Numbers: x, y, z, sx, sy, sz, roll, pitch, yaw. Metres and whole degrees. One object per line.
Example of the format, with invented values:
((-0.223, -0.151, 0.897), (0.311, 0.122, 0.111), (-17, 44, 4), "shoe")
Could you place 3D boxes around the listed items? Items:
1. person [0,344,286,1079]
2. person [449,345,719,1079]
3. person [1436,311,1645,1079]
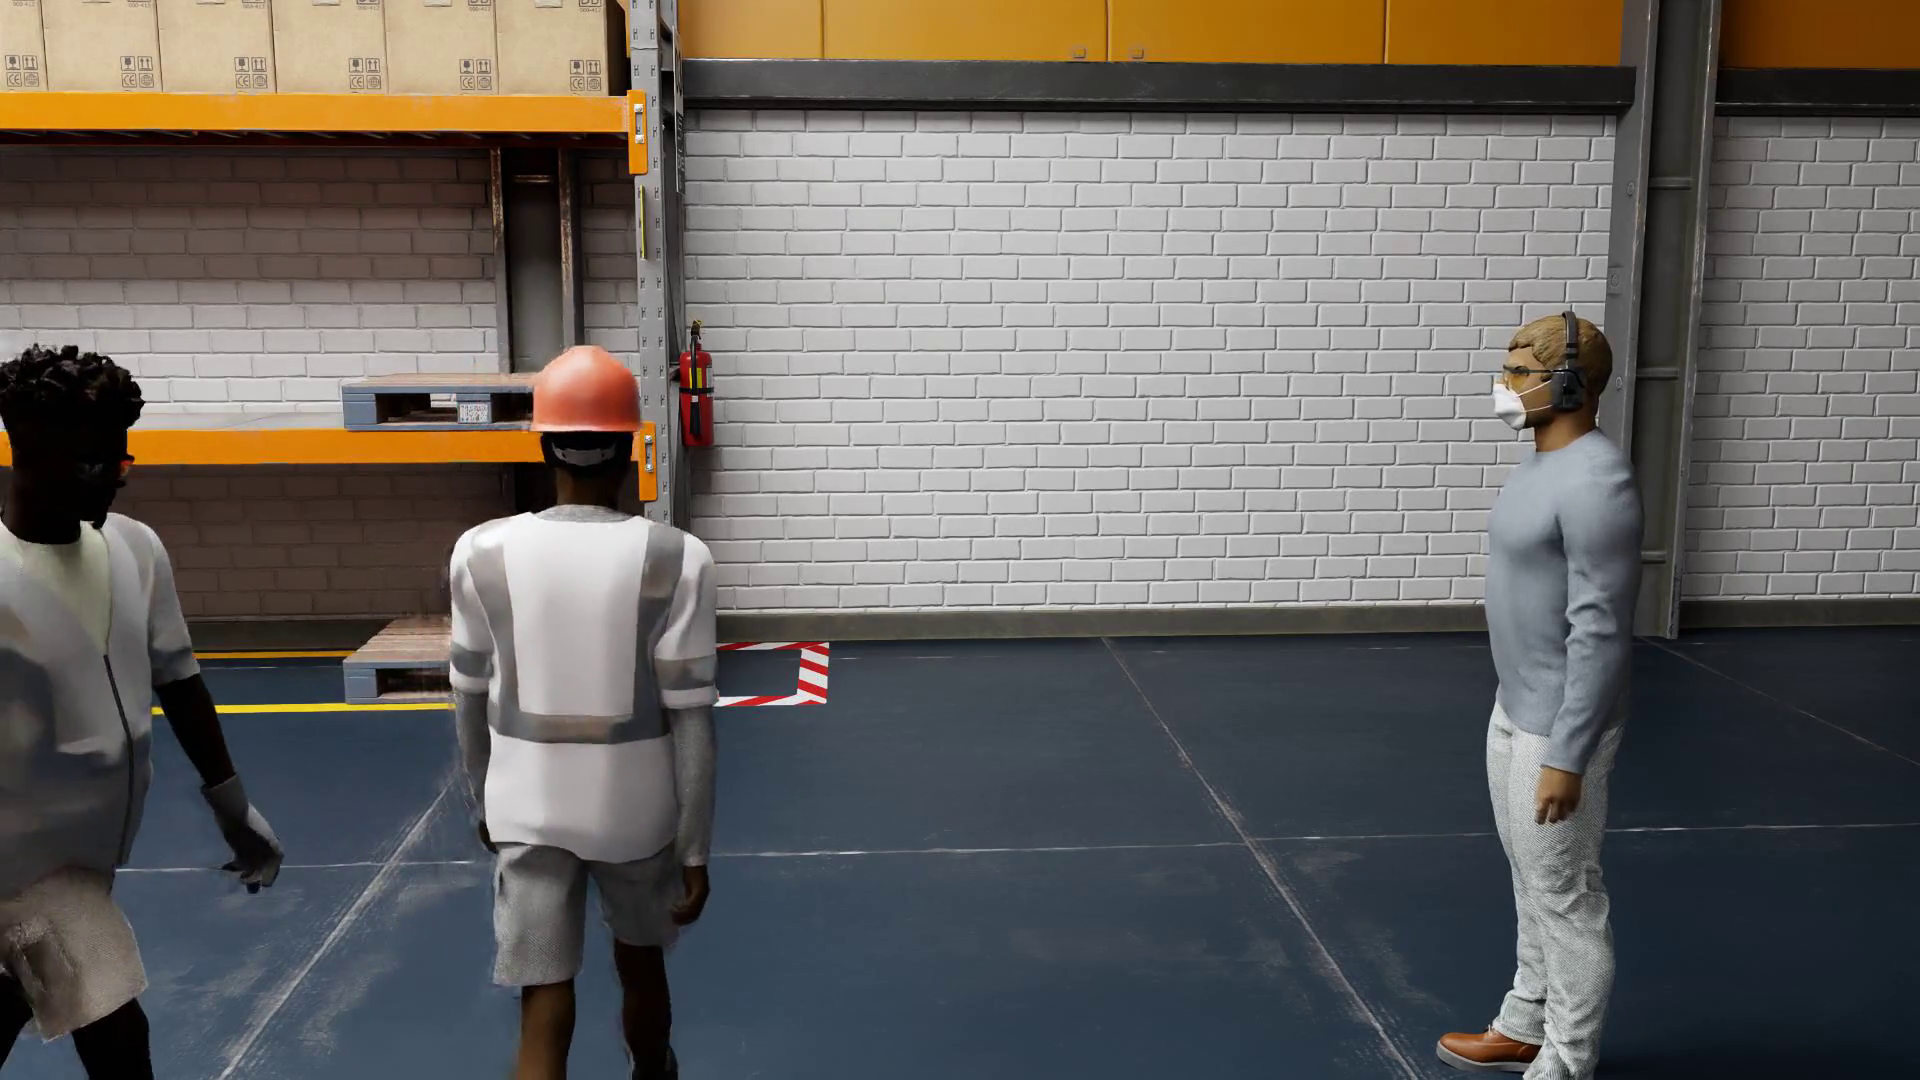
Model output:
((-1.781, 0.572, 3.251), (1.046, 1.907, 0.625), (2, 9, 10), "person")
((-0.767, 0.542, 3.468), (0.551, 1.882, 1.040), (-1, 9, -5), "person")
((1.392, 0.435, 3.946), (0.371, 1.941, 0.627), (1, 9, 7), "person")
